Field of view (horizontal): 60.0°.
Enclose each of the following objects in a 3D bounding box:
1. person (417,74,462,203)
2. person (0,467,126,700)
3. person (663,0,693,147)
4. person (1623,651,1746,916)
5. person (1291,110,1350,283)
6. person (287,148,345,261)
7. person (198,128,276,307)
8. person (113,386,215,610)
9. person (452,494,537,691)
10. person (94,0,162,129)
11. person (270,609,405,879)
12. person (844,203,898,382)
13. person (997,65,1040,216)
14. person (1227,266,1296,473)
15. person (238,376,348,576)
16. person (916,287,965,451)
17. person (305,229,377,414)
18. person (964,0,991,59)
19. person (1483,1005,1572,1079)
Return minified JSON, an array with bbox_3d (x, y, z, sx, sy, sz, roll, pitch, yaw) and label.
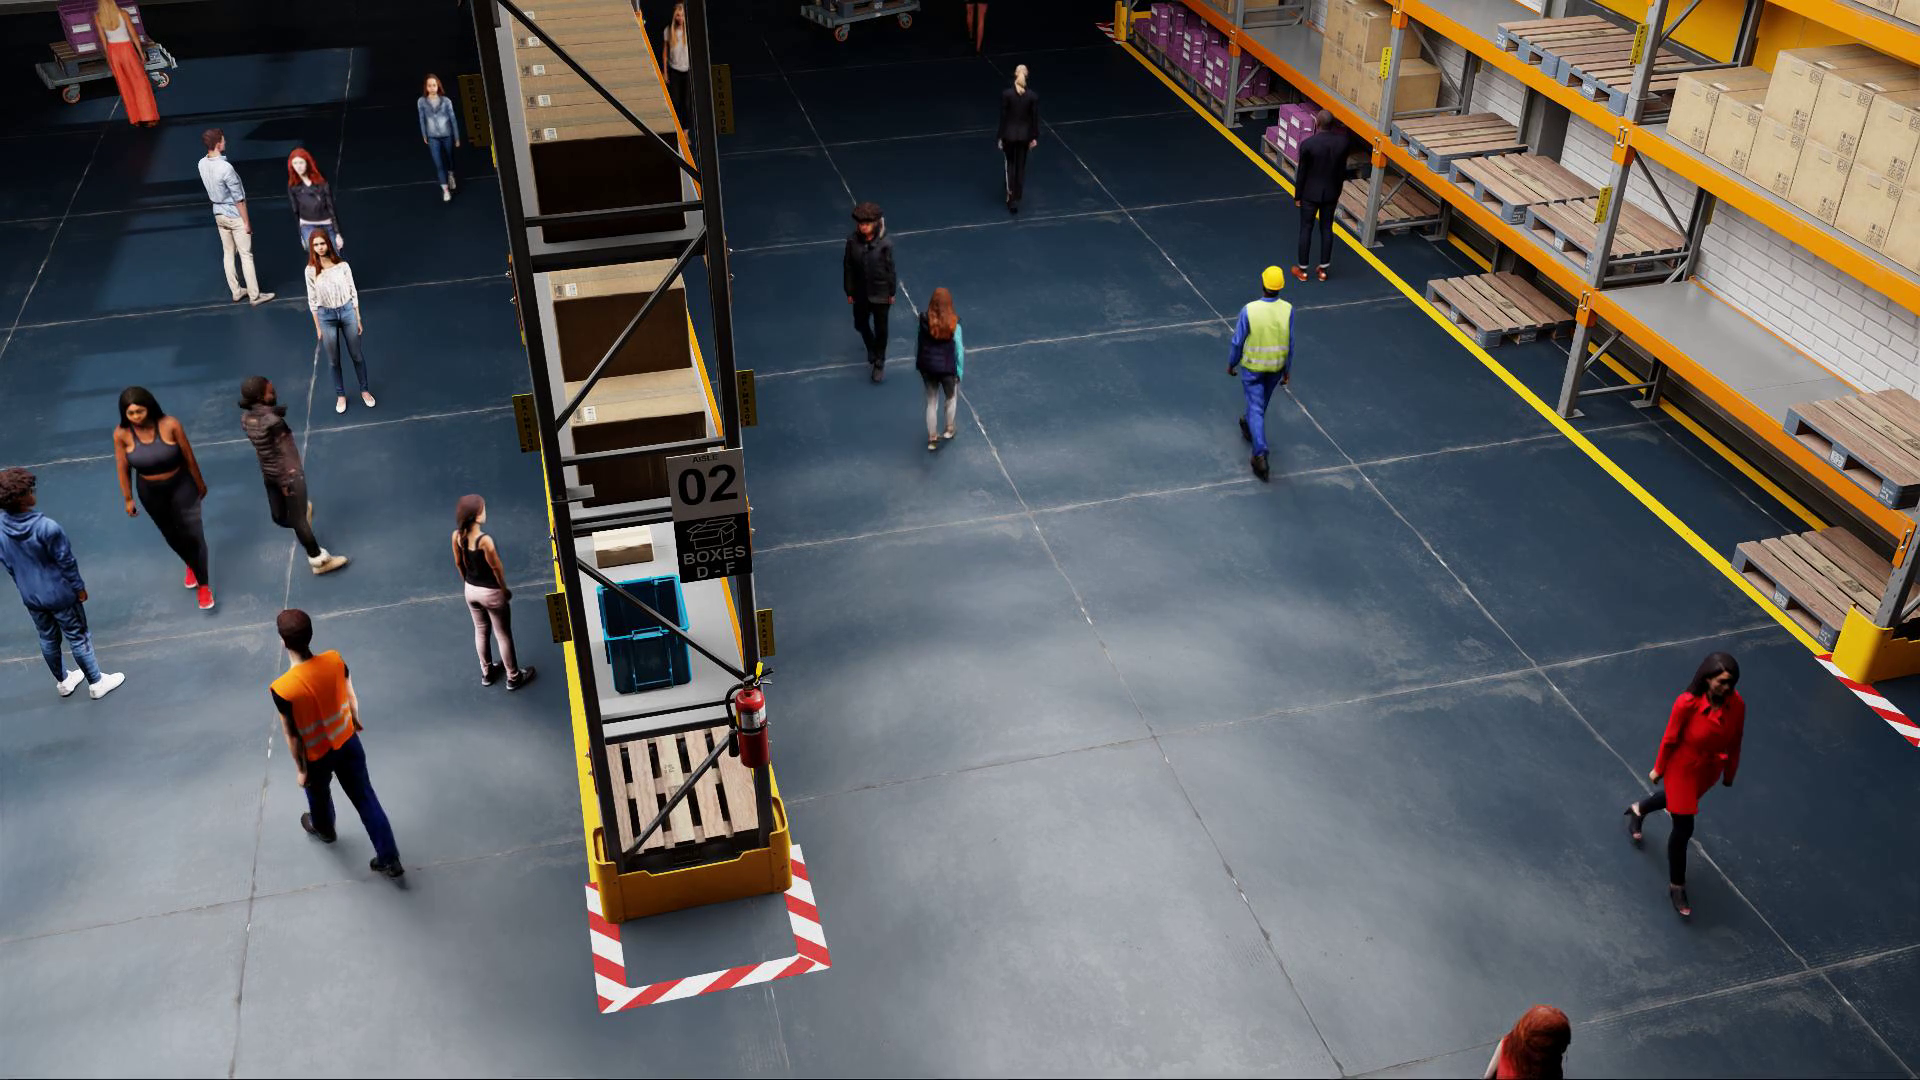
[{"bbox_3d":[-6.074,-4.742,19.483,0.597,1.444,1.012,-8,34,-12],"label":"person"},{"bbox_3d":[-6.332,0.317,11.548,0.751,1.805,0.714,5,34,7],"label":"person"},{"bbox_3d":[-3.476,-5.842,20.814,0.624,1.805,0.653,-4,34,-6],"label":"person"},{"bbox_3d":[4.377,1.356,10.069,0.683,1.710,1.081,-5,34,-8],"label":"person"},{"bbox_3d":[3.771,-3.603,17.439,0.725,1.811,0.665,-2,34,-4],"label":"person"},{"bbox_3d":[-6.405,-3.090,16.708,0.611,1.766,0.965,-6,34,-9],"label":"person"},{"bbox_3d":[-7.434,-3.291,16.936,0.720,1.848,0.777,17,37,24],"label":"person"},{"bbox_3d":[-6.028,-0.415,12.661,0.717,1.791,0.948,-10,35,-14],"label":"person"},{"bbox_3d":[-3.330,0.369,11.687,0.627,1.564,0.670,13,36,18],"label":"person"},{"bbox_3d":[-10.731,-6.171,21.310,0.693,1.803,0.663,-2,34,-3],"label":"person"},{"bbox_3d":[-3.757,1.285,10.056,1.320,1.843,1.158,23,40,31],"label":"person"},{"bbox_3d":[-0.820,-2.388,15.660,0.818,1.757,0.930,2,34,4],"label":"person"},{"bbox_3d":[0.643,-4.510,18.922,0.724,1.679,0.744,-1,34,-1],"label":"person"},{"bbox_3d":[2.594,-1.438,14.216,0.785,1.773,1.233,-3,34,-5],"label":"person"},{"bbox_3d":[-5.256,-0.519,12.961,0.925,1.631,0.977,4,34,7],"label":"person"},{"bbox_3d":[-0.206,-1.465,14.519,0.724,1.482,0.784,5,34,8],"label":"person"},{"bbox_3d":[-5.661,-2.009,15.115,0.604,1.728,0.555,-14,36,-19],"label":"person"},{"bbox_3d":[0.251,-7.763,23.815,0.878,1.682,1.265,2,34,3],"label":"person"},{"bbox_3d":[2.547,2.834,7.742,0.660,1.825,0.452,-10,35,-14],"label":"person"}]
